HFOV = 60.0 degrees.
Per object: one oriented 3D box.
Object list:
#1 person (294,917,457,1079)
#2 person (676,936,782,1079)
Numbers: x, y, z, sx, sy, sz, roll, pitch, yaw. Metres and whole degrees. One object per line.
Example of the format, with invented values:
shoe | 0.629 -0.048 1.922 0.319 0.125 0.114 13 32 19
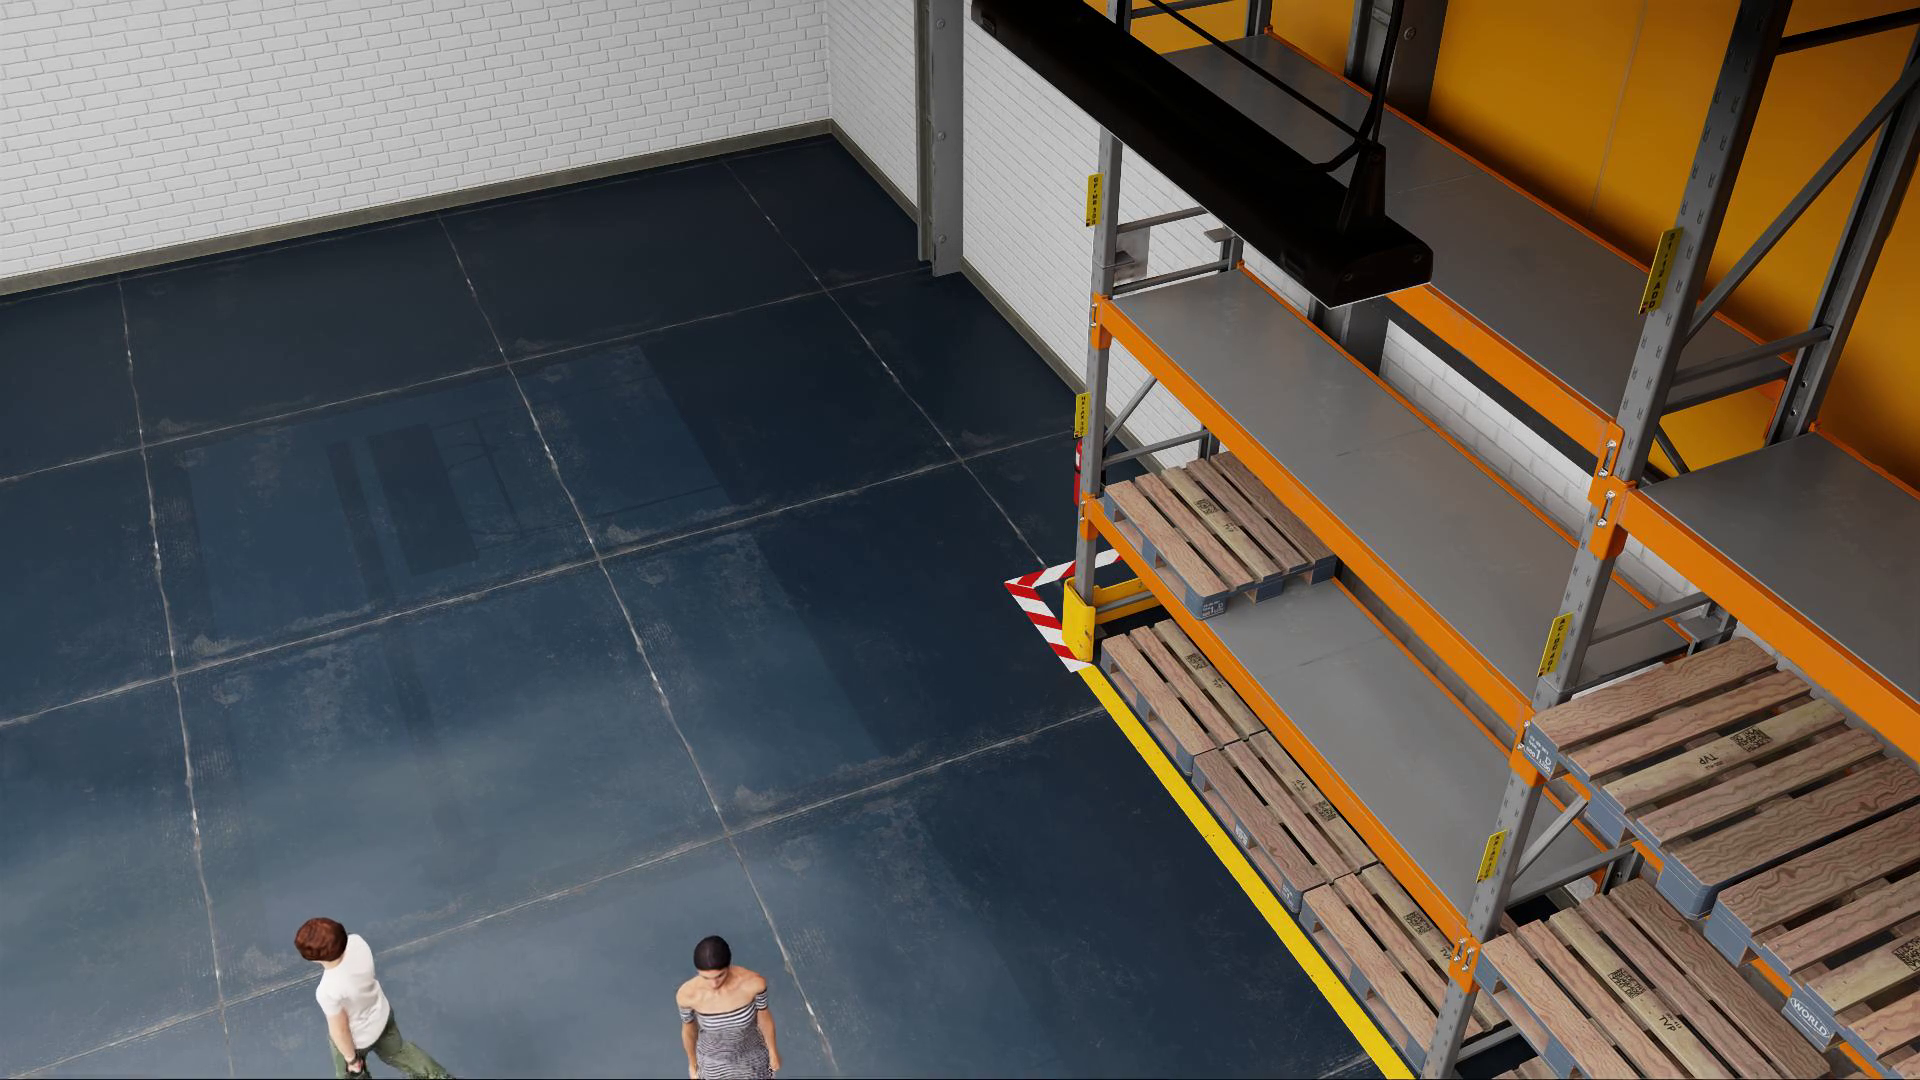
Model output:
person | -2.902 2.438 8.304 1.030 1.633 1.027 8 39 10
person | -1.115 2.438 8.164 0.705 1.807 0.825 -8 39 -10
